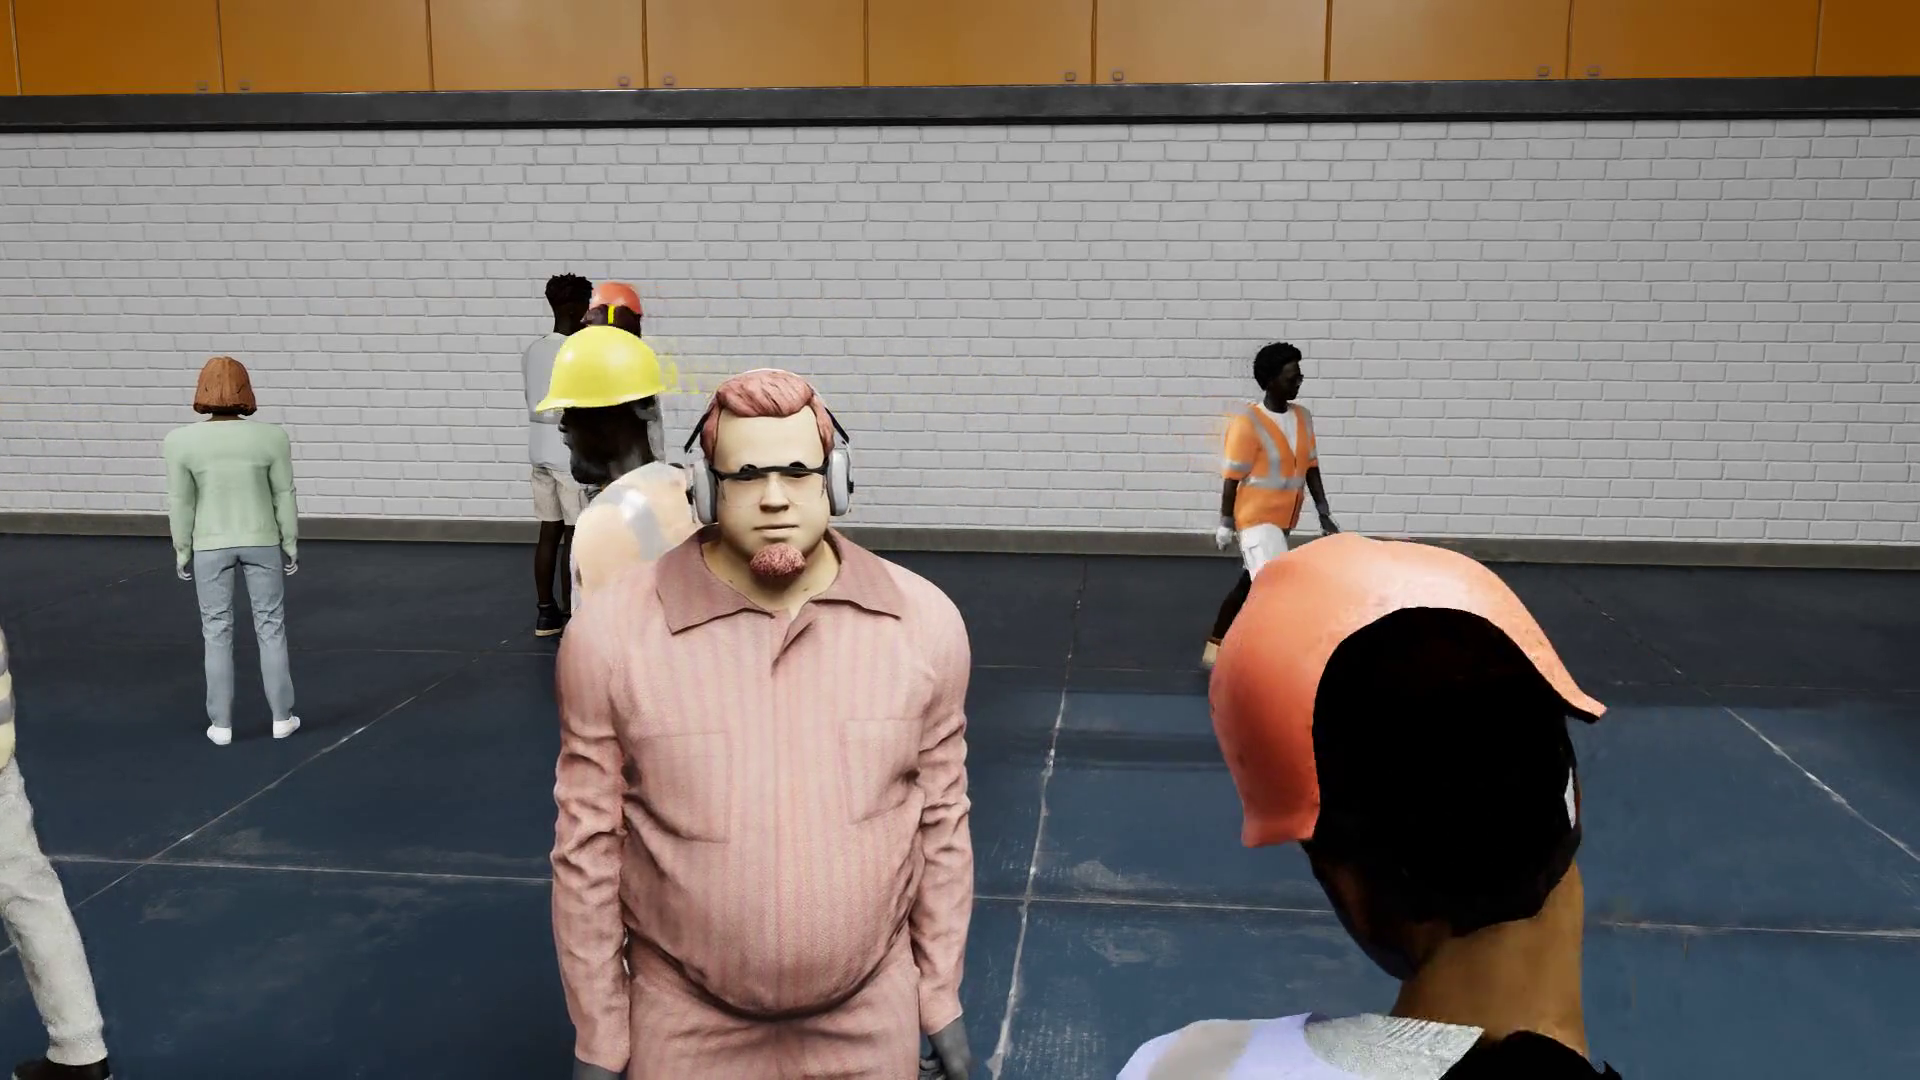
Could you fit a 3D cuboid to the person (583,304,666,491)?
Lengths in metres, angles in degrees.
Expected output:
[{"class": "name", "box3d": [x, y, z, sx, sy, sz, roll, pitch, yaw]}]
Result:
[{"class": "person", "box3d": [-1.477, -0.052, 6.955, 0.694, 1.846, 0.550, -1, 10, -5]}]

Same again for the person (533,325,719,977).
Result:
[{"class": "person", "box3d": [-0.709, 0.472, 3.799, 0.466, 1.911, 0.587, 3, 10, 19]}]

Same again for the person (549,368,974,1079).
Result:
[{"class": "person", "box3d": [-0.274, 0.700, 2.488, 0.642, 1.909, 0.410, -3, 10, -16]}]

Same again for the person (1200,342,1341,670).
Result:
[{"class": "person", "box3d": [1.436, -0.098, 7.784, 0.861, 1.653, 0.542, 10, 14, 44]}]

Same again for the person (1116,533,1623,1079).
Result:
[{"class": "person", "box3d": [0.416, 0.959, 1.080, 0.738, 1.897, 0.349, 8, 13, 40]}]

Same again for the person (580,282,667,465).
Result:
[{"class": "person", "box3d": [-1.554, -0.291, 8.121, 0.547, 1.919, 0.564, -1, 10, -8]}]

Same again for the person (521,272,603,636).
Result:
[{"class": "person", "box3d": [-2.081, -0.431, 8.828, 0.607, 1.958, 0.378, 10, 14, 44]}]

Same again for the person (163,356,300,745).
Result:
[{"class": "person", "box3d": [-3.047, 0.047, 7.007, 0.500, 1.633, 0.280, -4, 11, -22]}]

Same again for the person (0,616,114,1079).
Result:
[{"class": "person", "box3d": [-2.525, 0.514, 3.945, 0.950, 1.760, 0.624, 2, 10, 9]}]
